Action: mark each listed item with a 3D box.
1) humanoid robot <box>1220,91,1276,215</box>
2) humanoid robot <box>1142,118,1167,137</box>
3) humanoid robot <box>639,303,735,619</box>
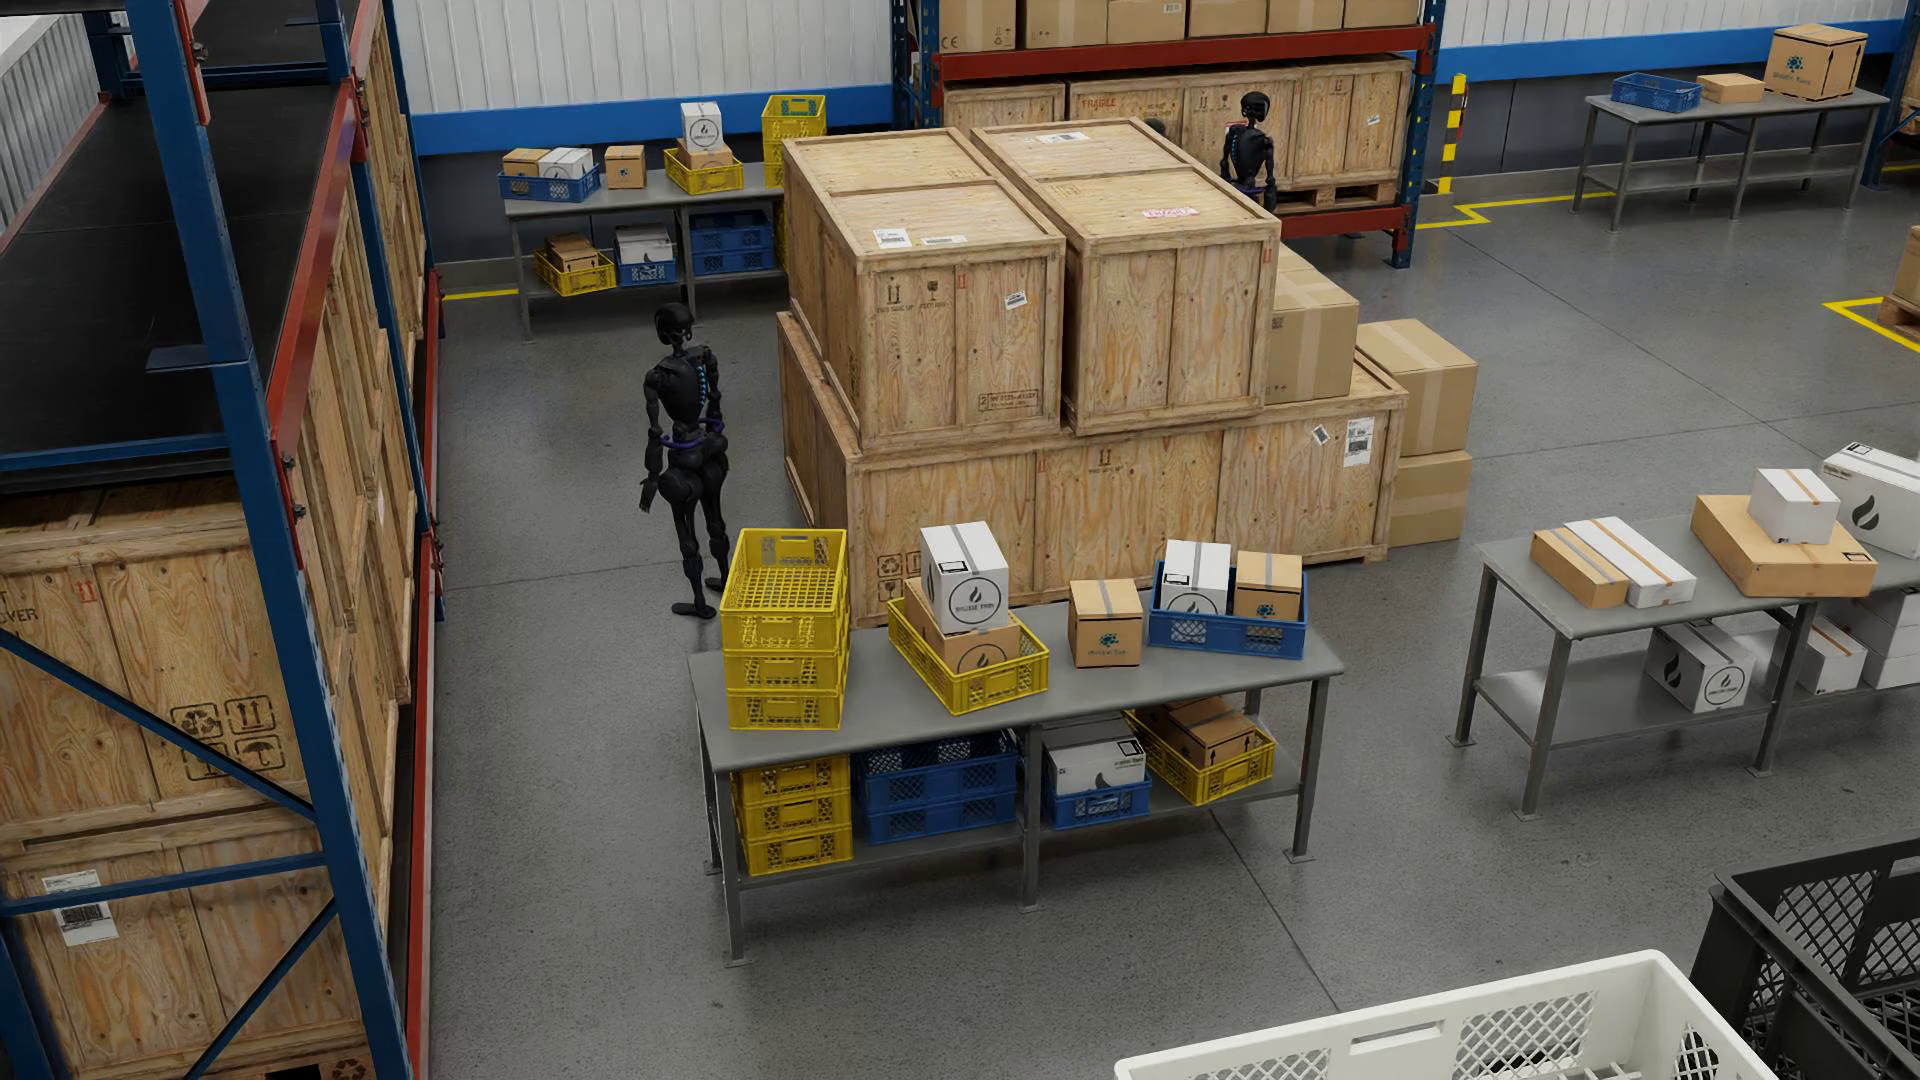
[{"bbox_3d":[2.048,-2.405,12.007,0.321,1.657,0.610,-16,33,-26],"label":"humanoid robot"},{"bbox_3d":[1.395,-2.095,11.489,0.628,1.635,0.586,1,29,1],"label":"humanoid robot"},{"bbox_3d":[-1.365,-0.400,8.368,0.321,1.657,0.606,16,33,26],"label":"humanoid robot"}]
